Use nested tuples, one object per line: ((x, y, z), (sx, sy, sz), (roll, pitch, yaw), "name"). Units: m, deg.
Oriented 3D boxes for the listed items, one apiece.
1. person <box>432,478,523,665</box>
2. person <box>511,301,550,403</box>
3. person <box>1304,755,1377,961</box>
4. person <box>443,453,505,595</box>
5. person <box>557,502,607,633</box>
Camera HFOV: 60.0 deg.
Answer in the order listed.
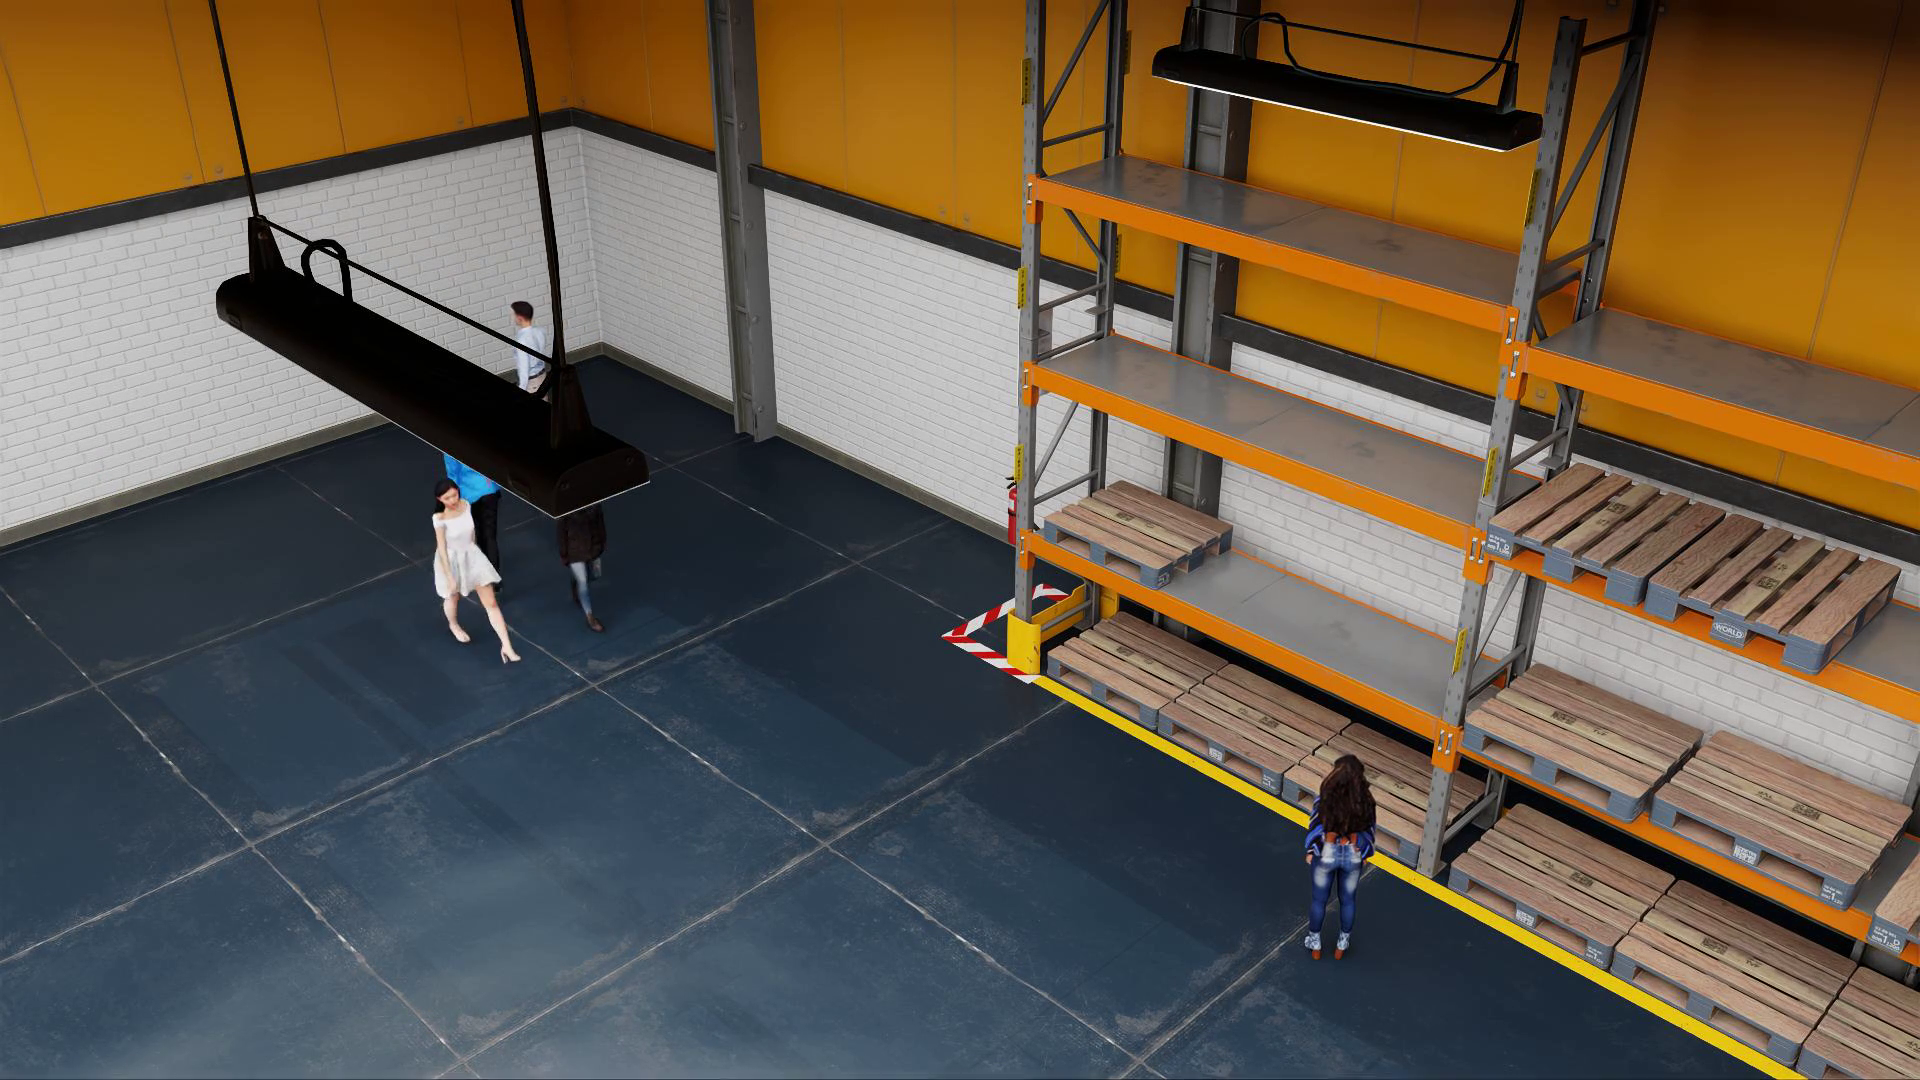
((-4.315, 0.243, 14.152), (1.230, 1.722, 0.746), (18, 33, 29), "person")
((-4.482, -1.631, 17.458), (0.768, 1.845, 0.748), (8, 30, 14), "person")
((2.478, 2.076, 10.904), (0.674, 1.614, 0.752), (3, 29, 5), "person")
((-4.392, -0.323, 15.160), (0.963, 1.750, 1.263), (-10, 30, -17), "person")
((-3.378, 0.012, 14.683), (0.655, 1.619, 0.858), (-22, 36, -35), "person")
